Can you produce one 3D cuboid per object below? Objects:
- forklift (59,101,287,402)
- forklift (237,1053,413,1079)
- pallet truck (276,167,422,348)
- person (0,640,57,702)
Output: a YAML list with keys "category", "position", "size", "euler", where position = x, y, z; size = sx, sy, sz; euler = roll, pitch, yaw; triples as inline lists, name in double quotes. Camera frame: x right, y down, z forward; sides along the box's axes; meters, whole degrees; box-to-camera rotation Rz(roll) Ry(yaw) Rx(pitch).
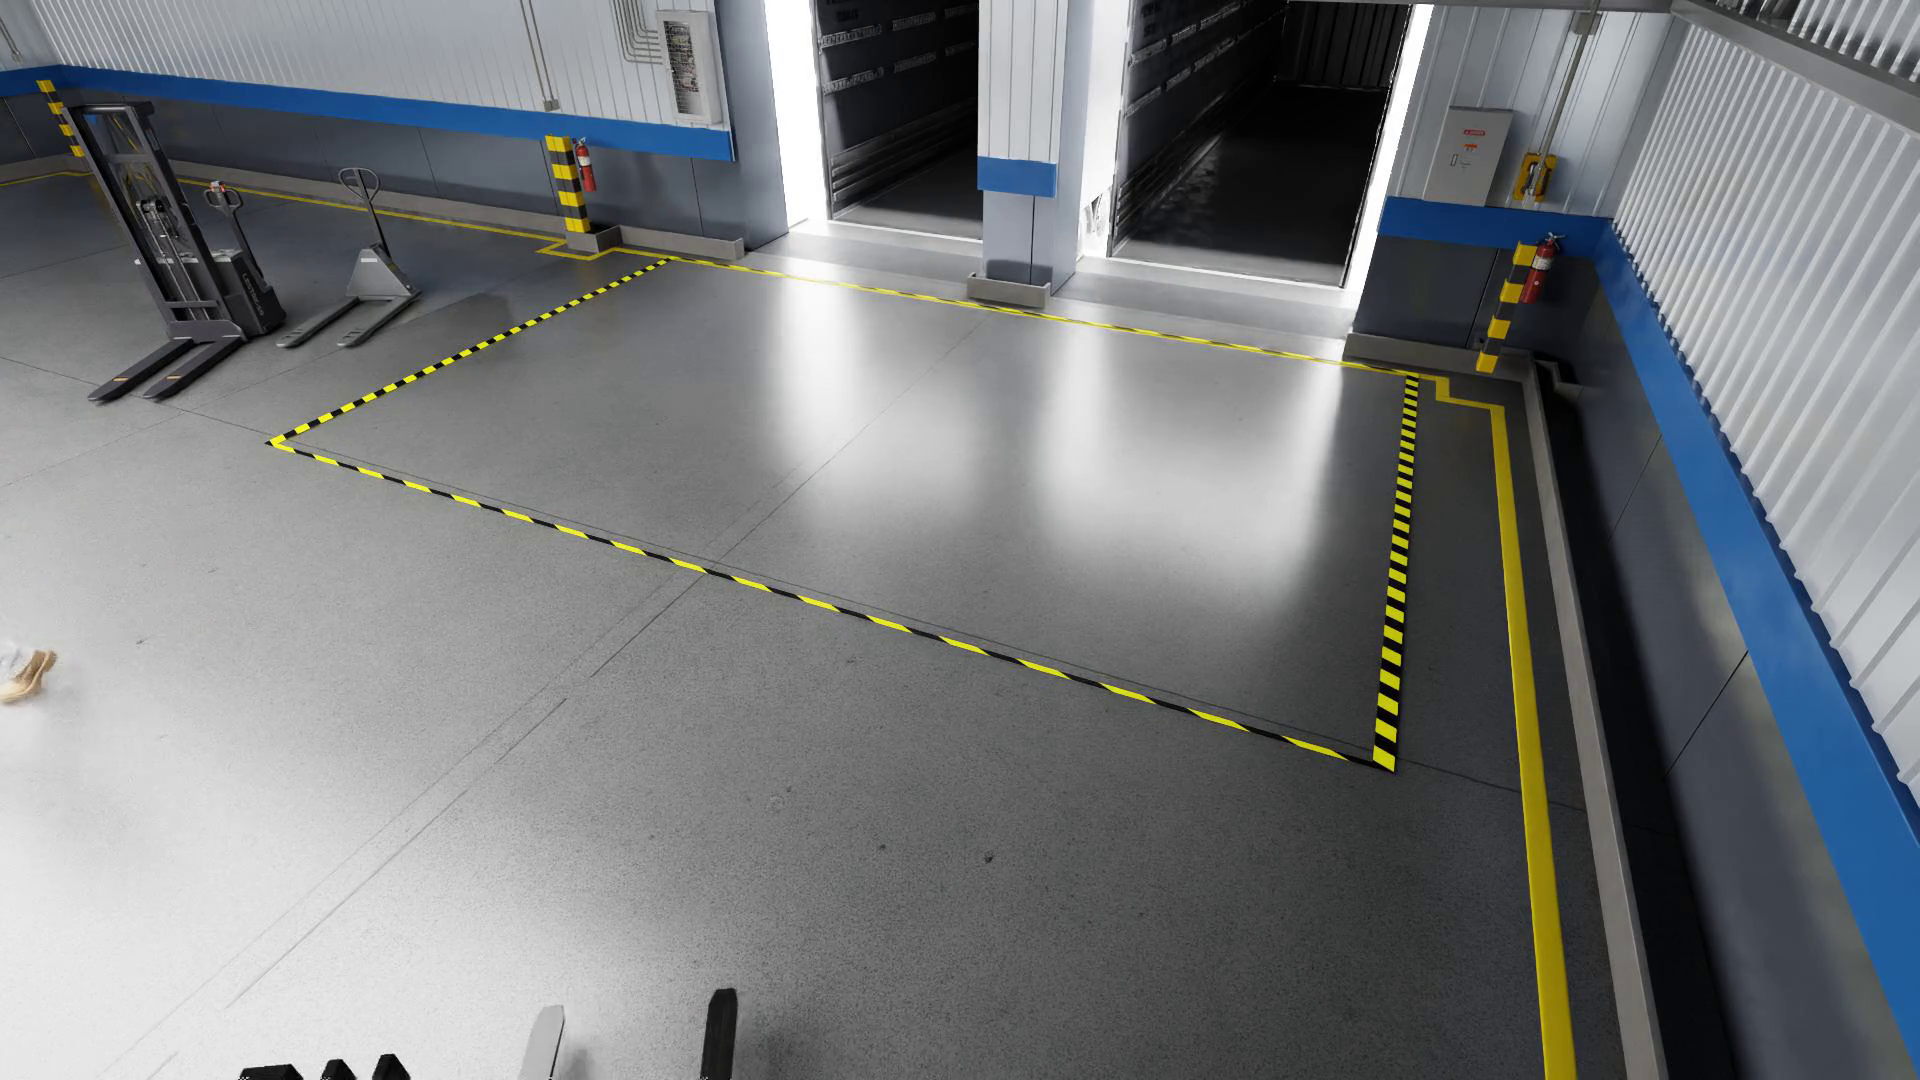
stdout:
- category: "forklift"
  position: [-6.686, -2.387, 7.434]
  size: [0.823, 1.965, 1.885]
  euler: [-3, 35, -5]
- category: "forklift"
  position: [-0.871, 2.126, 0.668]
  size: [1.157, 2.036, 2.680]
  euler: [-3, 35, -5]
- category: "pallet truck"
  position: [-5.732, -2.611, 8.414]
  size: [0.680, 1.201, 1.601]
  euler: [-1, 35, -1]
- category: "person"
  position: [-4.928, 0.118, 4.016]
  size: [0.632, 1.809, 0.851]
  euler: [29, 44, 35]
